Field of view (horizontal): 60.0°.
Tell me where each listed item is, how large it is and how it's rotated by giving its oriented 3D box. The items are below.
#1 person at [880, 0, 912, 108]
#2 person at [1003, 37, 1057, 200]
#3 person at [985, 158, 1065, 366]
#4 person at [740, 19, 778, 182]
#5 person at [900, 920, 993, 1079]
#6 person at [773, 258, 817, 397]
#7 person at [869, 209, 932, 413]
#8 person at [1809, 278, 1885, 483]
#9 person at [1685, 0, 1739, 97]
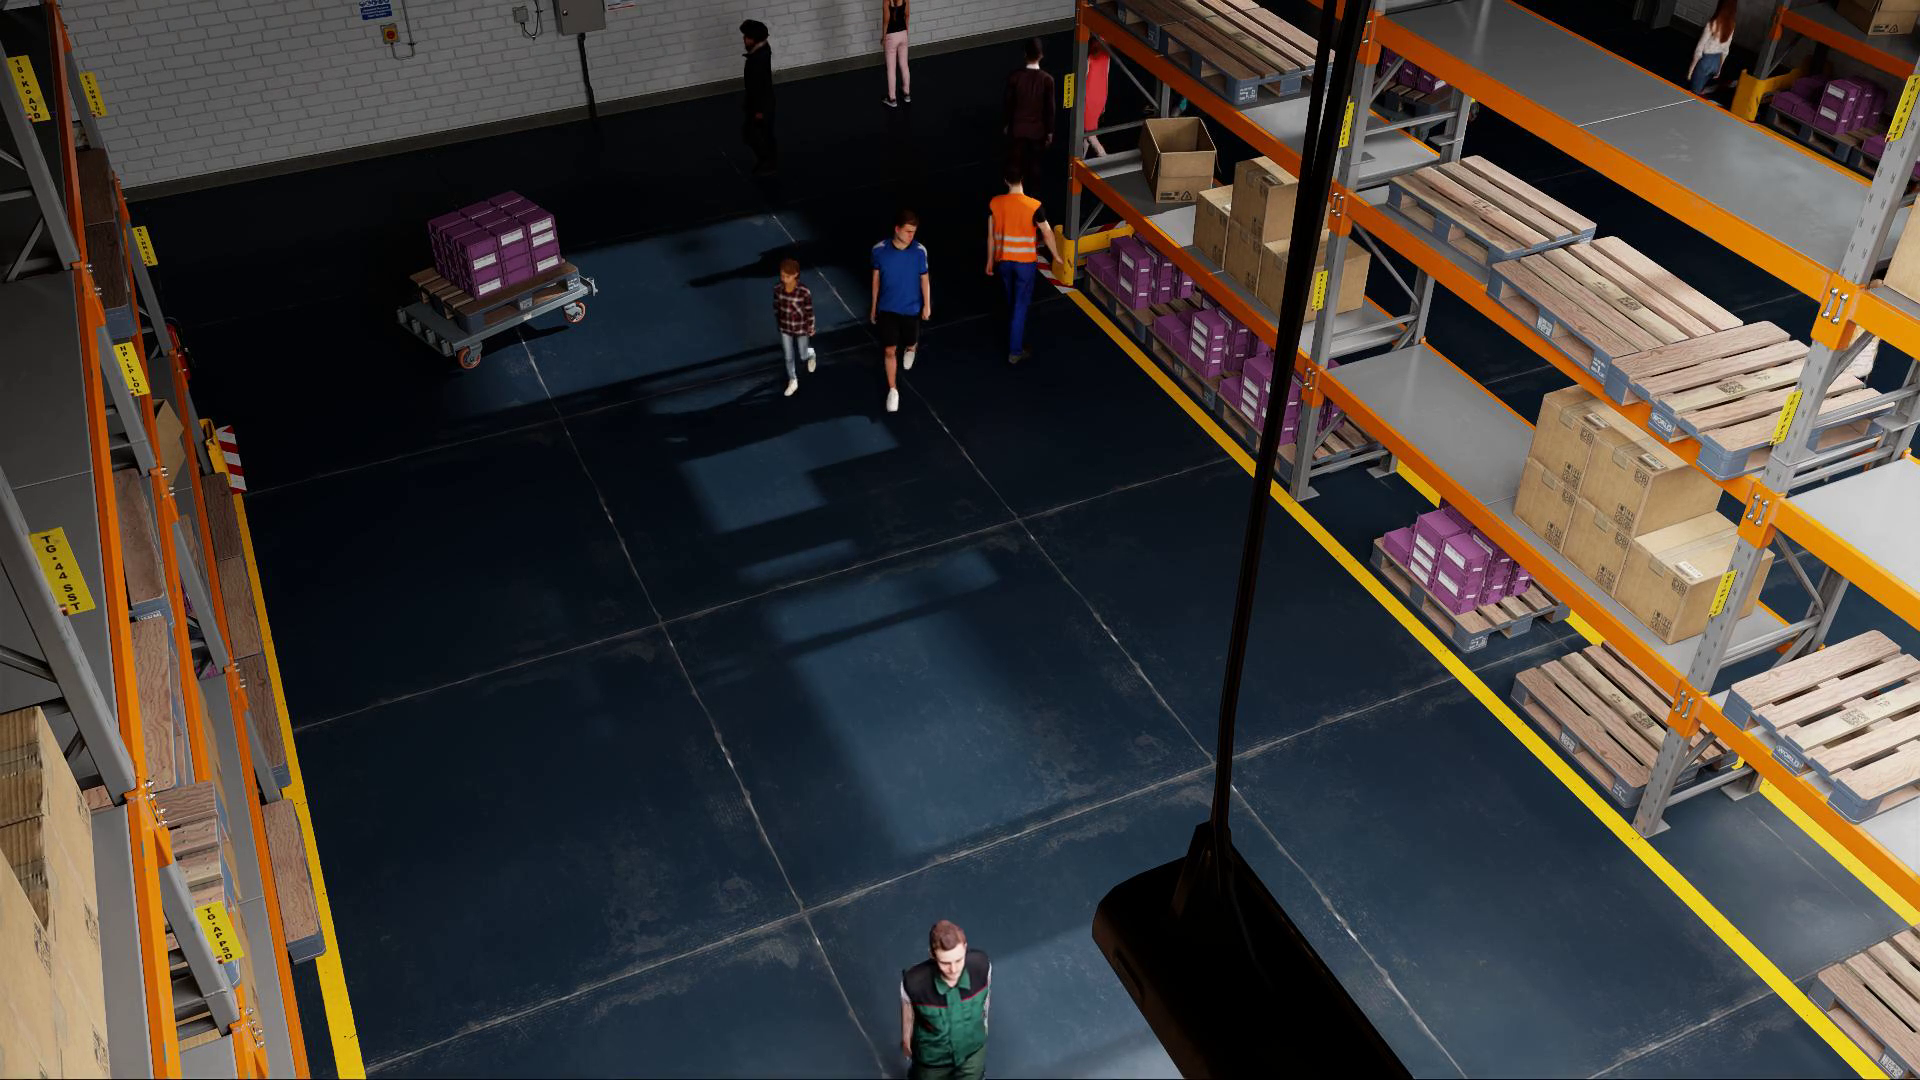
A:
[{"bbox_3d":[-0.745,-5.840,19.341,0.555,1.565,0.543,-22,44,-25],"label":"person"},{"bbox_3d":[0.683,-4.219,17.079,0.977,1.854,1.144,2,39,3],"label":"person"},{"bbox_3d":[0.467,-2.436,14.852,1.151,1.848,1.201,17,42,20],"label":"person"},{"bbox_3d":[-2.046,-4.653,17.696,0.796,1.763,0.690,2,39,3],"label":"person"},{"bbox_3d":[-0.078,2.546,8.629,0.668,1.829,0.916,-13,40,-16],"label":"person"},{"bbox_3d":[-1.436,-1.921,14.652,0.783,1.293,0.856,11,40,14],"label":"person"},{"bbox_3d":[-0.507,-2.074,14.405,1.000,1.841,1.206,3,39,4],"label":"person"},{"bbox_3d":[7.104,-1.357,13.530,0.745,1.812,0.929,-7,39,-8],"label":"person"},{"bbox_3d":[8.328,-5.219,18.449,0.589,1.708,1.016,-14,41,-17],"label":"person"}]
